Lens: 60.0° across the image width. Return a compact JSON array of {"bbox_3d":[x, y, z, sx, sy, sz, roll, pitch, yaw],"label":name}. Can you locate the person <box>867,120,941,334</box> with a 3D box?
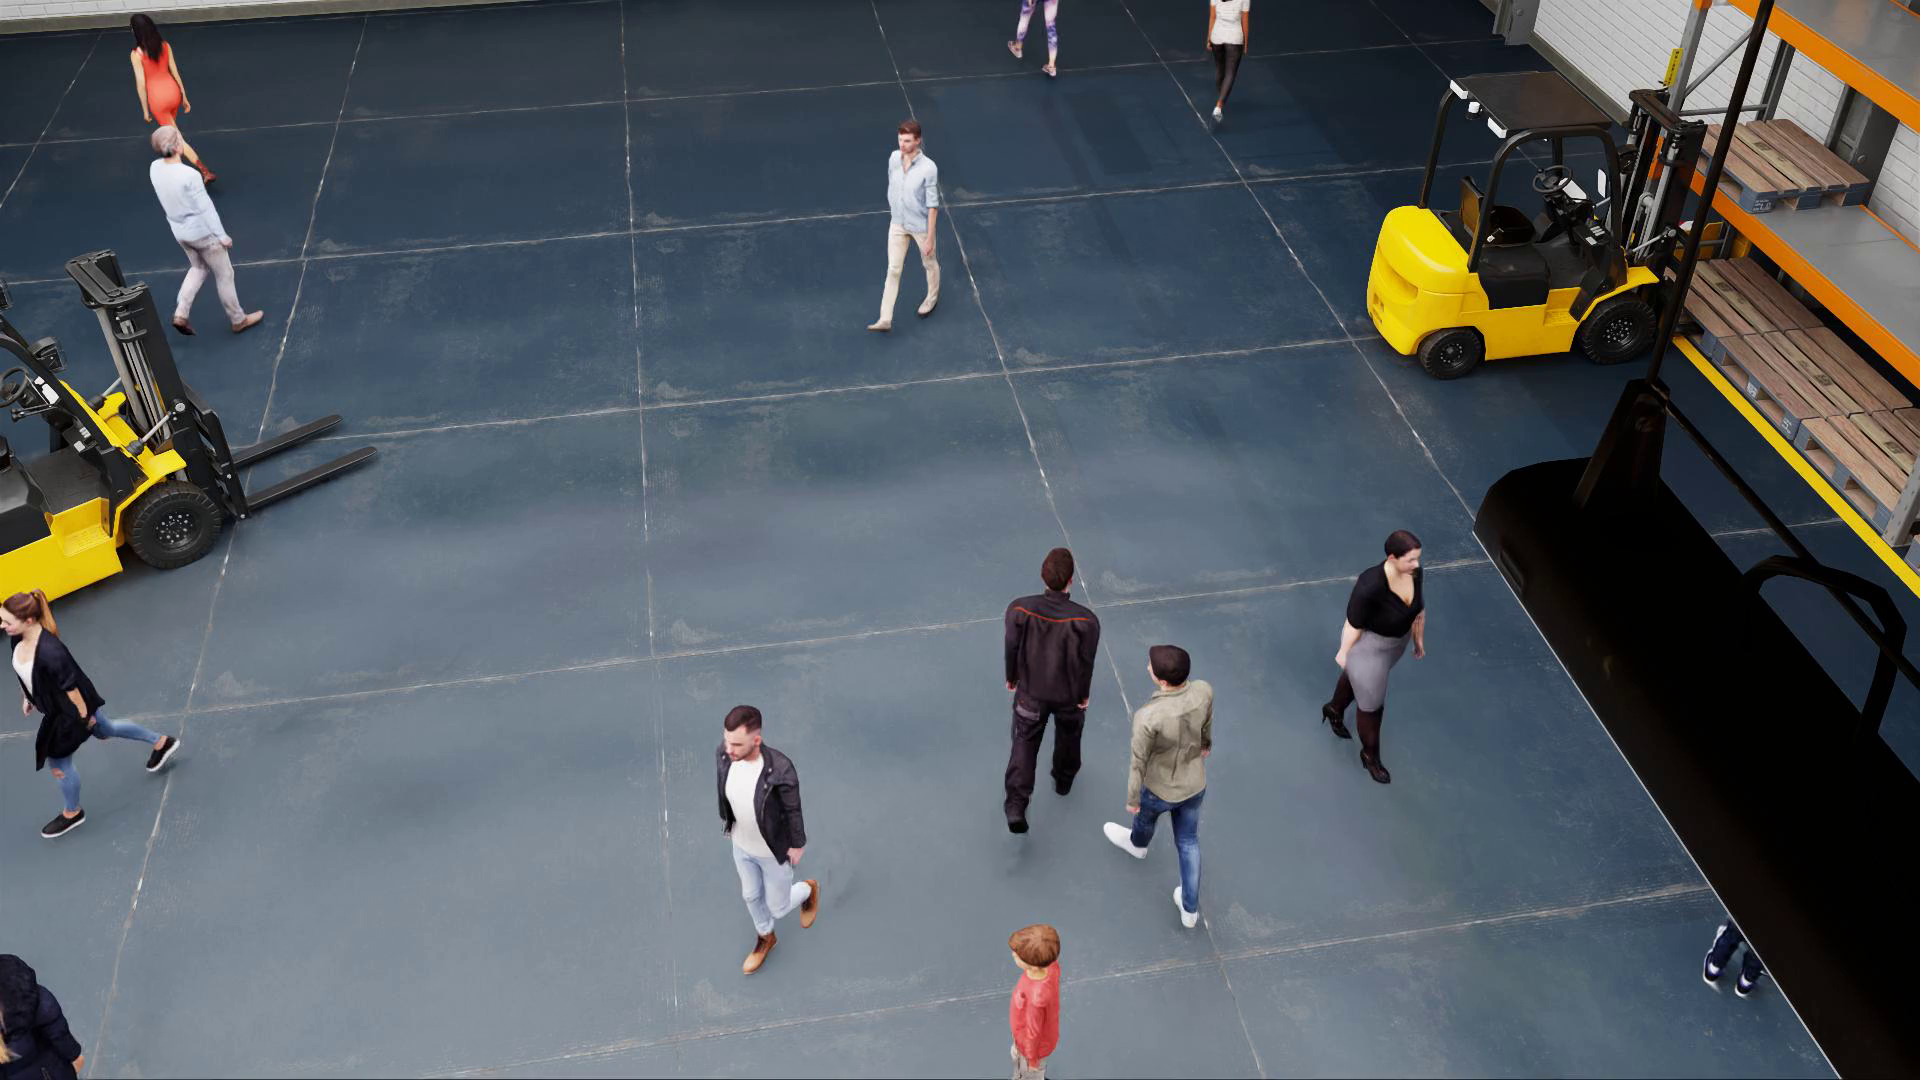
[{"bbox_3d":[-0.333,-2.653,13.903,1.127,1.806,1.241,19,42,22],"label":"person"}]

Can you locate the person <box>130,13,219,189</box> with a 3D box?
[{"bbox_3d":[-7.540,-4.153,15.879,1.098,1.685,1.098,19,42,22],"label":"person"}]

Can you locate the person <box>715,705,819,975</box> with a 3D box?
[{"bbox_3d":[-0.981,1.509,8.677,0.901,1.824,0.971,19,42,22],"label":"person"}]

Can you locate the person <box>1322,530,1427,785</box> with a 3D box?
[{"bbox_3d":[2.393,0.584,9.913,0.895,1.728,1.022,-27,46,-29],"label":"person"}]

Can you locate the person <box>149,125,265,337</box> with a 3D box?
[{"bbox_3d":[-6.299,-2.464,13.609,1.014,1.878,1.124,17,42,20],"label":"person"}]

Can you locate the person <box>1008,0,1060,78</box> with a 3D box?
[{"bbox_3d":[0.938,-5.892,18.022,0.737,1.728,1.130,-14,41,-17],"label":"person"}]

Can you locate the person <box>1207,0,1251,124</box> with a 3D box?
[{"bbox_3d":[2.737,-5.101,17.121,0.957,1.616,1.113,17,42,20],"label":"person"}]

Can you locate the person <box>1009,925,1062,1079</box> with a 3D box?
[{"bbox_3d":[0.433,2.359,7.956,0.766,1.396,0.855,7,39,8],"label":"person"}]

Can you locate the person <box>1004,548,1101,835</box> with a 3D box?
[{"bbox_3d":[0.497,0.887,9.405,0.985,1.889,1.213,9,40,12],"label":"person"}]

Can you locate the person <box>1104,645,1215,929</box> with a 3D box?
[{"bbox_3d":[1.175,1.343,8.887,1.001,1.821,1.196,-18,42,-21],"label":"person"}]

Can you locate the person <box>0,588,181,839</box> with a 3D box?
[{"bbox_3d":[-5.049,0.907,9.573,1.093,1.647,1.138,-31,48,-33],"label":"person"}]
